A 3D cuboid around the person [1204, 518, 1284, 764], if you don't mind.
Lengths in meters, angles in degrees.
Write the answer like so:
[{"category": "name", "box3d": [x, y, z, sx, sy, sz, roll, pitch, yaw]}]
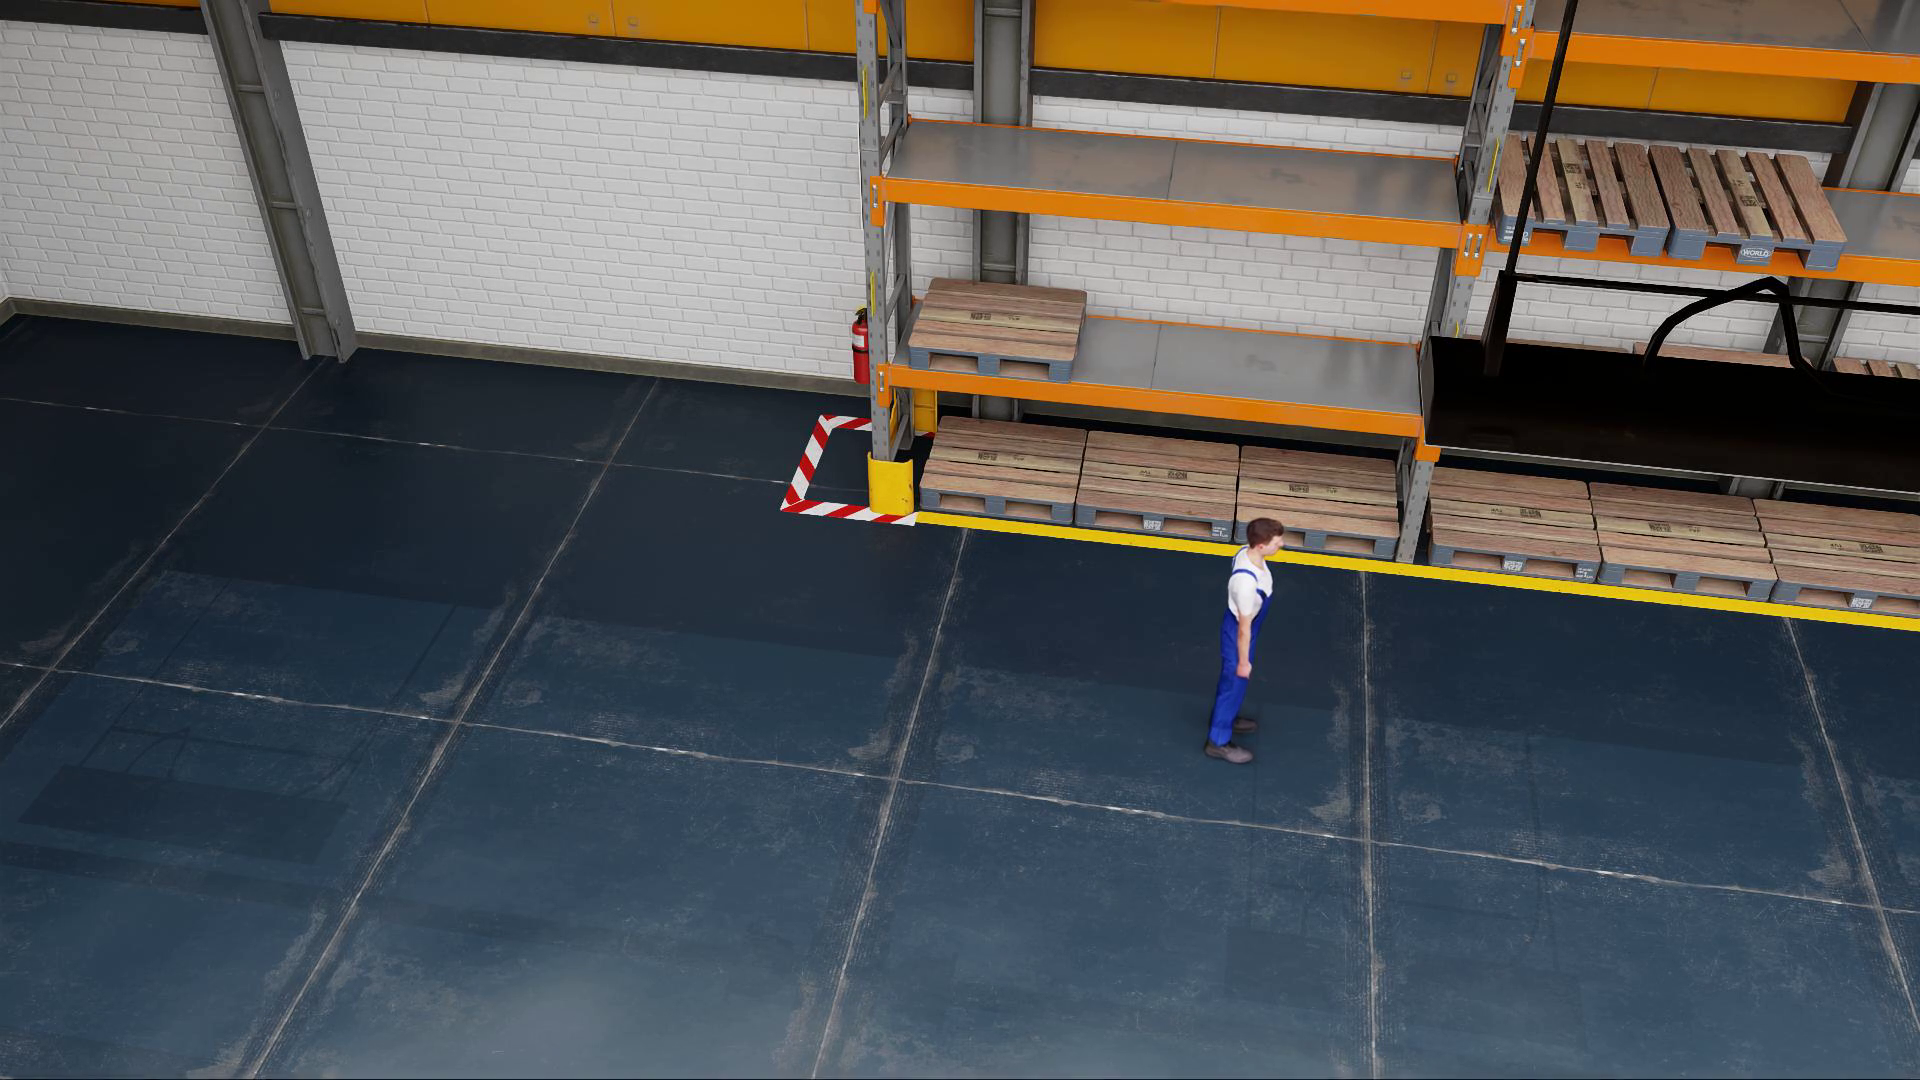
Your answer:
[{"category": "person", "box3d": [1.761, 0.598, 10.449, 0.552, 1.849, 0.622, 8, 39, 10]}]
